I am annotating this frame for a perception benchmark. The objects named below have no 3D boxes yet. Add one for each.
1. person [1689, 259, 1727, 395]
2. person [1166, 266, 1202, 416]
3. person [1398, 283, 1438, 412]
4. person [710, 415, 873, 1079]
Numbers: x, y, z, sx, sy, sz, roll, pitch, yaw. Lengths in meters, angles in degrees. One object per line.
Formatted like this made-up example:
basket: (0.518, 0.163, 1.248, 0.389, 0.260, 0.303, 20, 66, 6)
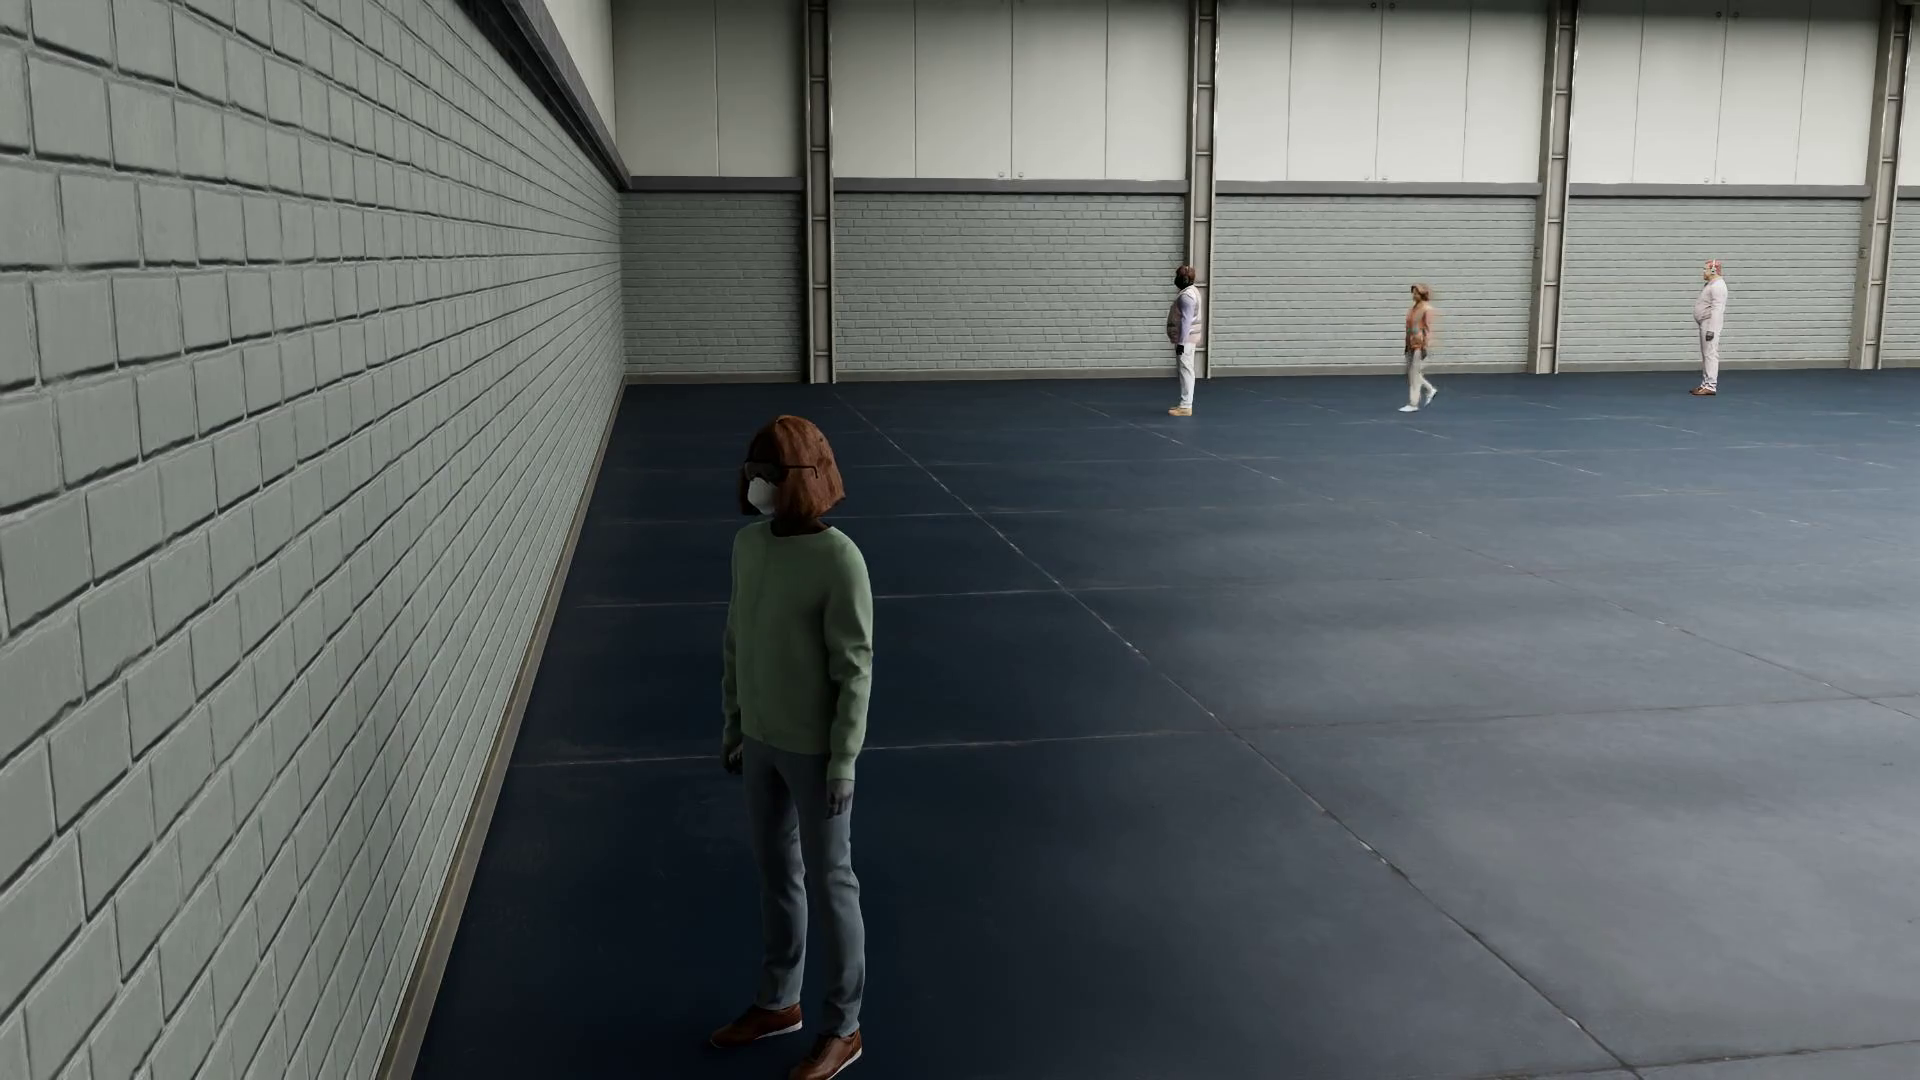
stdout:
person: (10.561, -2.995, 23.473, 0.409, 1.907, 0.651, 3, 10, 18)
person: (2.762, -2.459, 20.568, 0.429, 1.846, 0.625, 2, 10, 12)
person: (5.799, -2.423, 20.957, 0.507, 1.622, 0.535, -2, 10, -12)
person: (-0.414, 0.508, 4.083, 0.500, 1.636, 0.283, 10, 14, 44)
